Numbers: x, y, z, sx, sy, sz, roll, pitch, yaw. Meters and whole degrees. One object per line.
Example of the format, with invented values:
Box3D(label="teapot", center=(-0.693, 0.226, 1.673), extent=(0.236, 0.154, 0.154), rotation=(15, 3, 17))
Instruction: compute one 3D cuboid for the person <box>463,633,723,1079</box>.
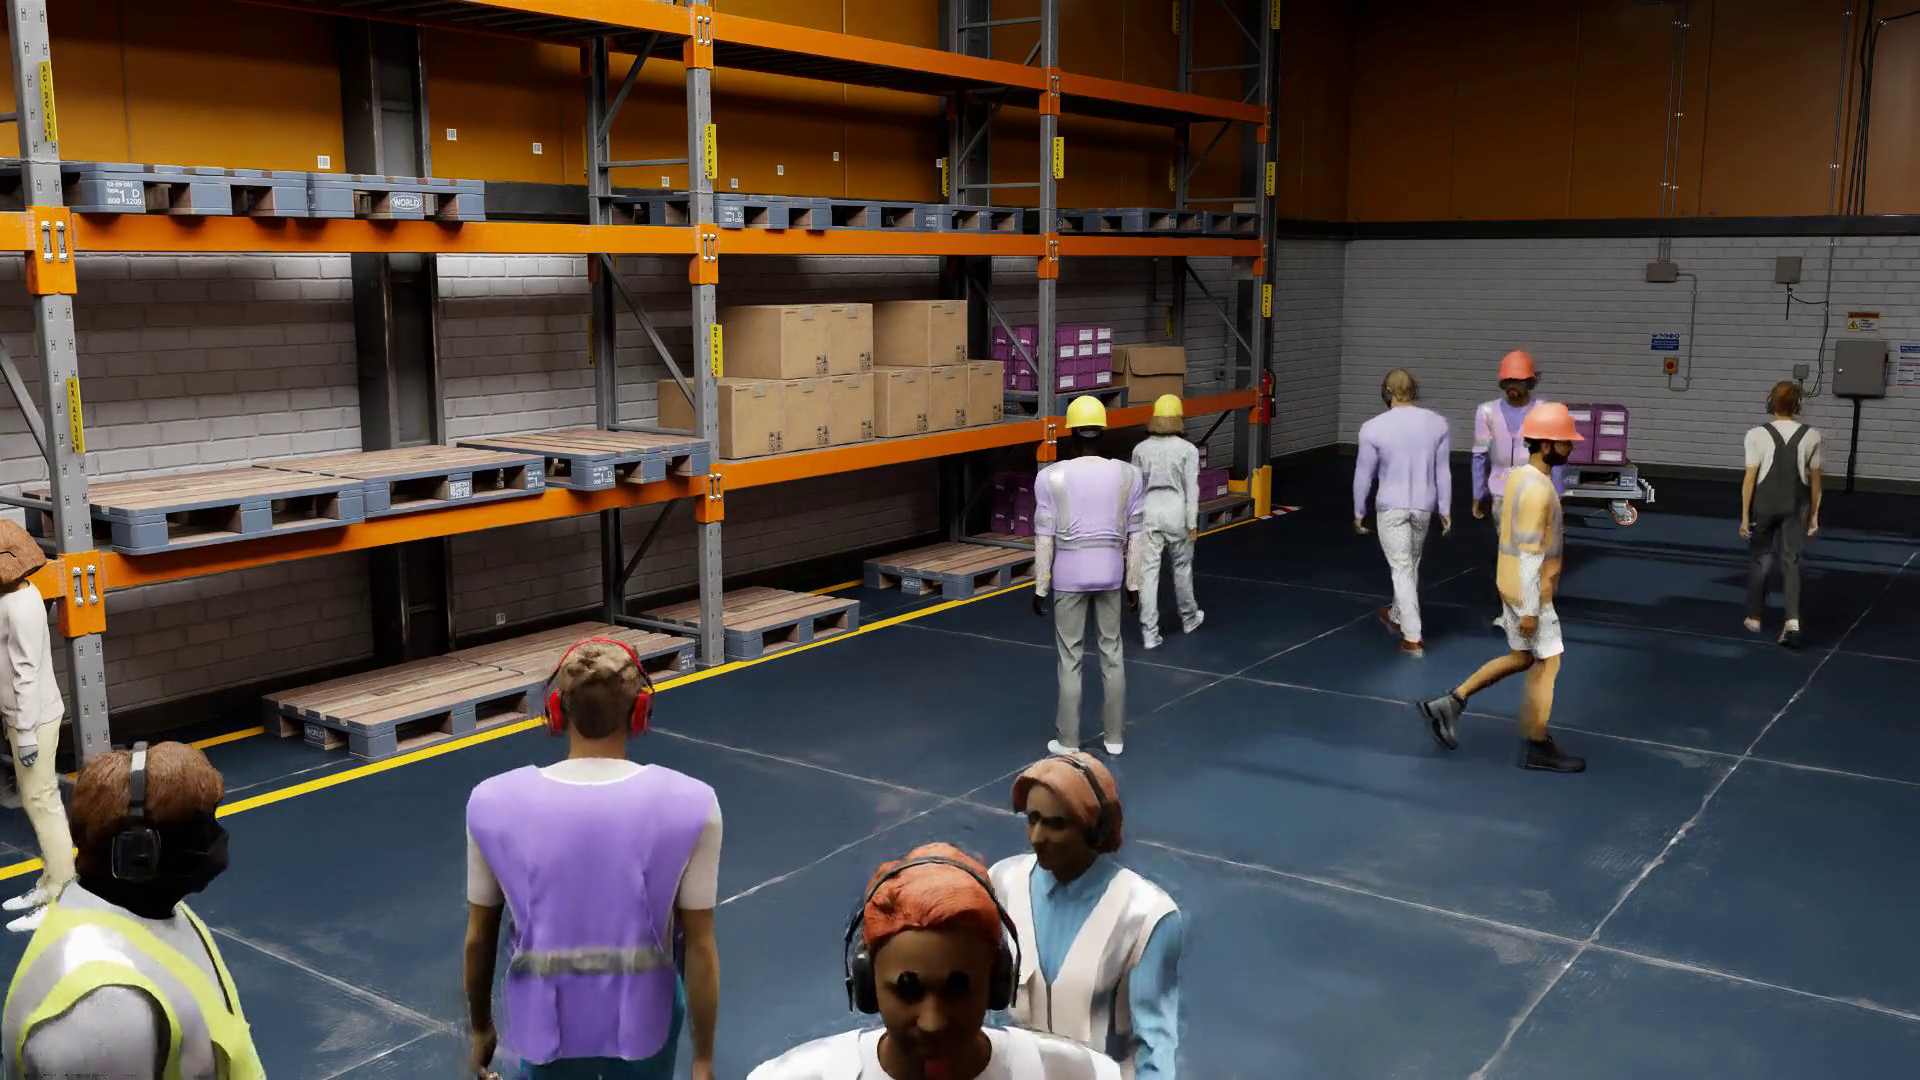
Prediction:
Box3D(label="person", center=(-0.817, 1.117, 3.722), extent=(0.588, 1.801, 0.960), rotation=(-1, 10, -8))

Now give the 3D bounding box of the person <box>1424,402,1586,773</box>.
Box3D(label="person", center=(2.844, 0.244, 8.540), extent=(0.728, 1.920, 0.547), rotation=(1, 10, 8))

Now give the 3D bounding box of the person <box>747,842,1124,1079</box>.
Box3D(label="person", center=(-0.046, 1.325, 2.380), extent=(0.603, 1.827, 1.000), rotation=(0, 10, 2))

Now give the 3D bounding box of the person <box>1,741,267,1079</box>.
Box3D(label="person", center=(-1.495, 1.243, 2.942), extent=(0.880, 1.817, 0.630), rotation=(-3, 10, -17))

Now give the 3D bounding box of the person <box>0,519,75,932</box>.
Box3D(label="person", center=(-3.696, 0.722, 6.576), extent=(0.277, 1.629, 0.496), rotation=(-6, 11, -32))

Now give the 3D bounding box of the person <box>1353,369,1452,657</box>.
Box3D(label="person", center=(2.958, -0.208, 11.312), extent=(0.639, 1.891, 0.974), rotation=(-2, 10, -9))

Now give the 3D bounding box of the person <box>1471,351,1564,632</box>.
Box3D(label="person", center=(3.917, -0.335, 11.785), extent=(0.613, 1.983, 1.042), rotation=(7, 12, 34))

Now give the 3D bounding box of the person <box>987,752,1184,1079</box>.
Box3D(label="person", center=(0.209, 1.249, 3.510), extent=(0.520, 1.600, 0.846), rotation=(6, 11, 33))

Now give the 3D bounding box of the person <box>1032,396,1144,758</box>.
Box3D(label="person", center=(0.664, 0.203, 8.776), extent=(0.594, 1.922, 0.386), rotation=(-2, 10, -12))

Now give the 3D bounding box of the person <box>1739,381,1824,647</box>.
Box3D(label="person", center=(5.667, -0.189, 11.472), extent=(0.523, 1.817, 0.918), rotation=(3, 10, 15))

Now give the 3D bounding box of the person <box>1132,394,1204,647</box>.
Box3D(label="person", center=(1.444, -0.151, 11.493), extent=(0.510, 1.702, 0.858), rotation=(4, 10, 24))
